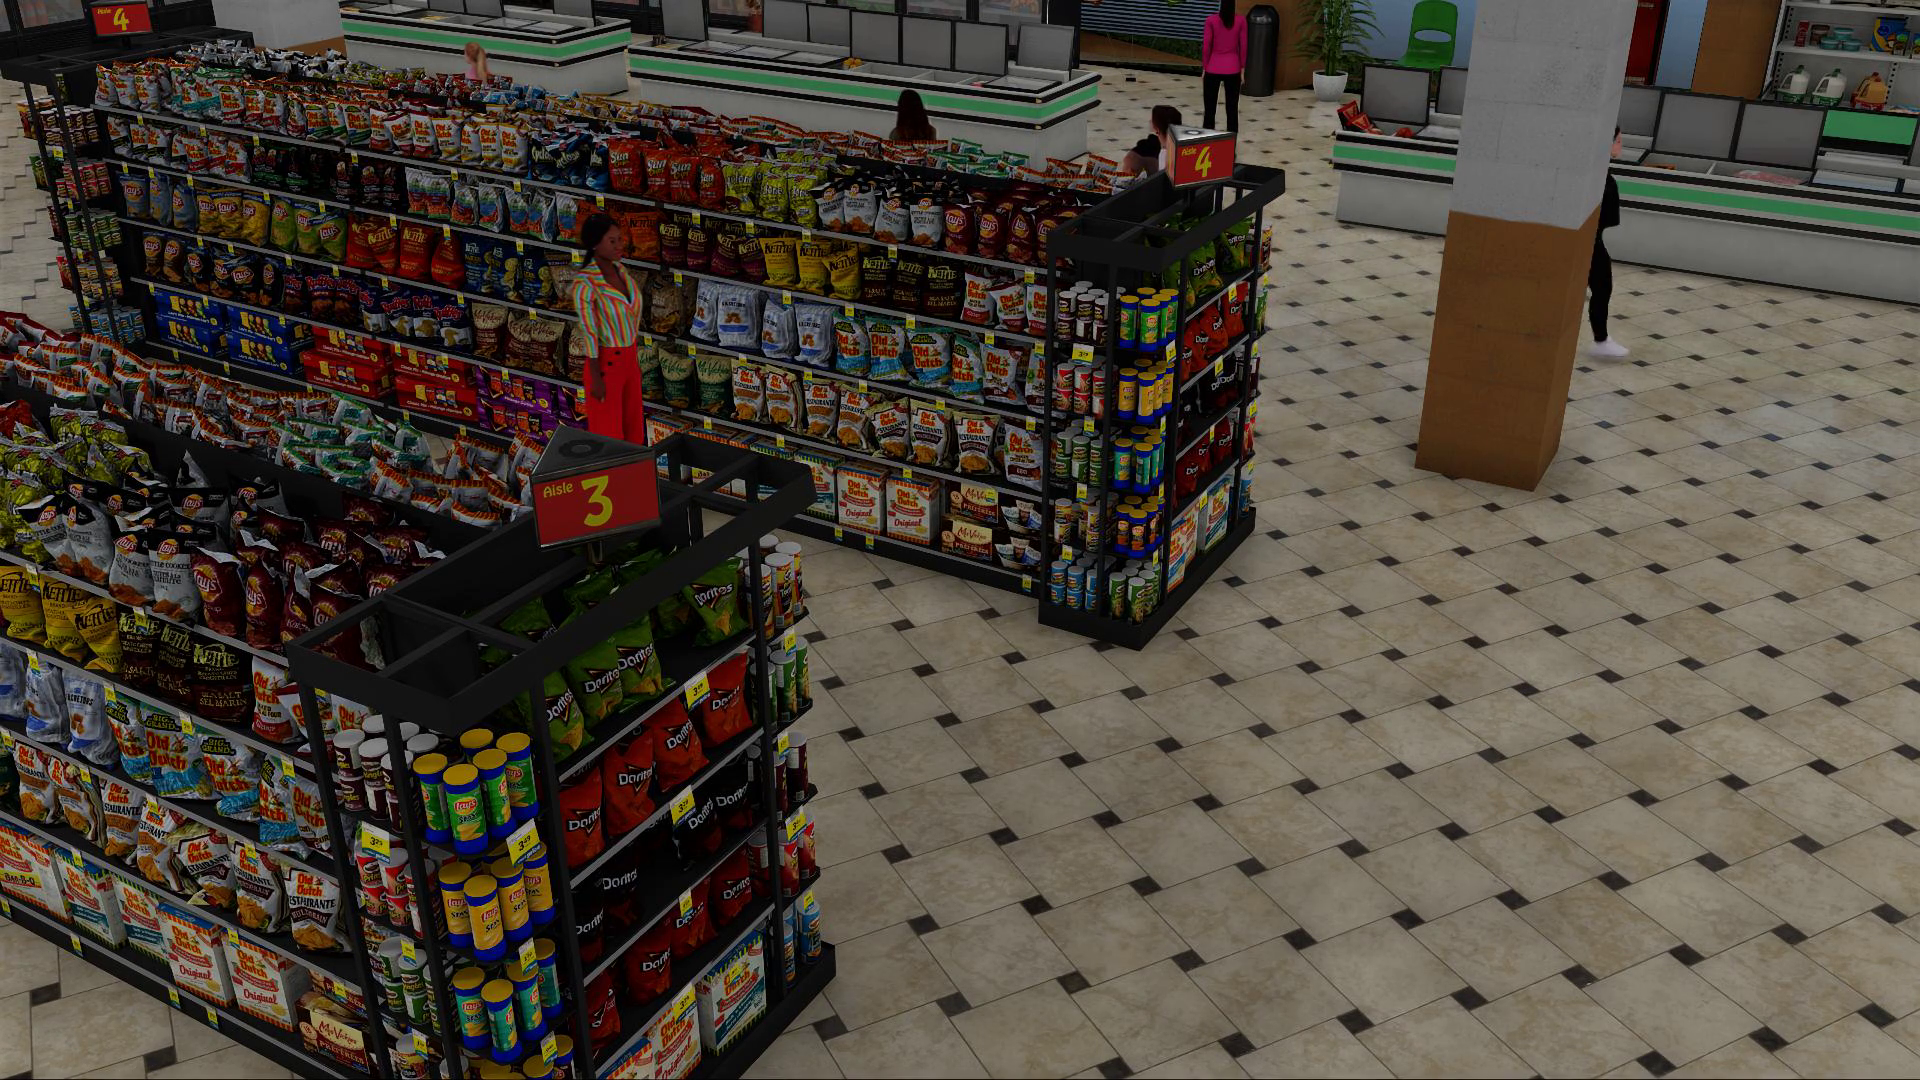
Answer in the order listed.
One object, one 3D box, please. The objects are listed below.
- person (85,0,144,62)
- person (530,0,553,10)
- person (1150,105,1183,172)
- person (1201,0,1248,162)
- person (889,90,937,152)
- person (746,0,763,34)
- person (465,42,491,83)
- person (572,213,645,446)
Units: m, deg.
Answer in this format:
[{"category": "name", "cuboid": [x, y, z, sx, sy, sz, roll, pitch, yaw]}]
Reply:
[{"category": "person", "cuboid": [-8.178, -4.656, 16.227, 0.577, 1.824, 0.694, 16, 31, 28]}, {"category": "person", "cuboid": [-5.705, -7.693, 22.293, 0.538, 1.755, 0.588, 19, 32, 33]}, {"category": "person", "cuboid": [1.378, -1.786, 10.609, 1.014, 1.788, 1.313, -19, 32, -32]}, {"category": "person", "cuboid": [2.539, -4.510, 16.078, 0.637, 1.698, 0.738, 2, 27, 3]}, {"category": "person", "cuboid": [-0.358, -2.706, 12.767, 0.657, 1.476, 0.671, -14, 30, -25]}, {"category": "person", "cuboid": [-2.434, -6.481, 19.883, 0.681, 1.773, 0.692, 10, 29, 19]}, {"category": "person", "cuboid": [-4.481, -4.025, 15.595, 0.518, 1.271, 0.491, 12, 29, 23]}, {"category": "person", "cuboid": [-1.822, -0.843, 8.744, 0.570, 1.792, 0.624, 10, 29, 20]}]
